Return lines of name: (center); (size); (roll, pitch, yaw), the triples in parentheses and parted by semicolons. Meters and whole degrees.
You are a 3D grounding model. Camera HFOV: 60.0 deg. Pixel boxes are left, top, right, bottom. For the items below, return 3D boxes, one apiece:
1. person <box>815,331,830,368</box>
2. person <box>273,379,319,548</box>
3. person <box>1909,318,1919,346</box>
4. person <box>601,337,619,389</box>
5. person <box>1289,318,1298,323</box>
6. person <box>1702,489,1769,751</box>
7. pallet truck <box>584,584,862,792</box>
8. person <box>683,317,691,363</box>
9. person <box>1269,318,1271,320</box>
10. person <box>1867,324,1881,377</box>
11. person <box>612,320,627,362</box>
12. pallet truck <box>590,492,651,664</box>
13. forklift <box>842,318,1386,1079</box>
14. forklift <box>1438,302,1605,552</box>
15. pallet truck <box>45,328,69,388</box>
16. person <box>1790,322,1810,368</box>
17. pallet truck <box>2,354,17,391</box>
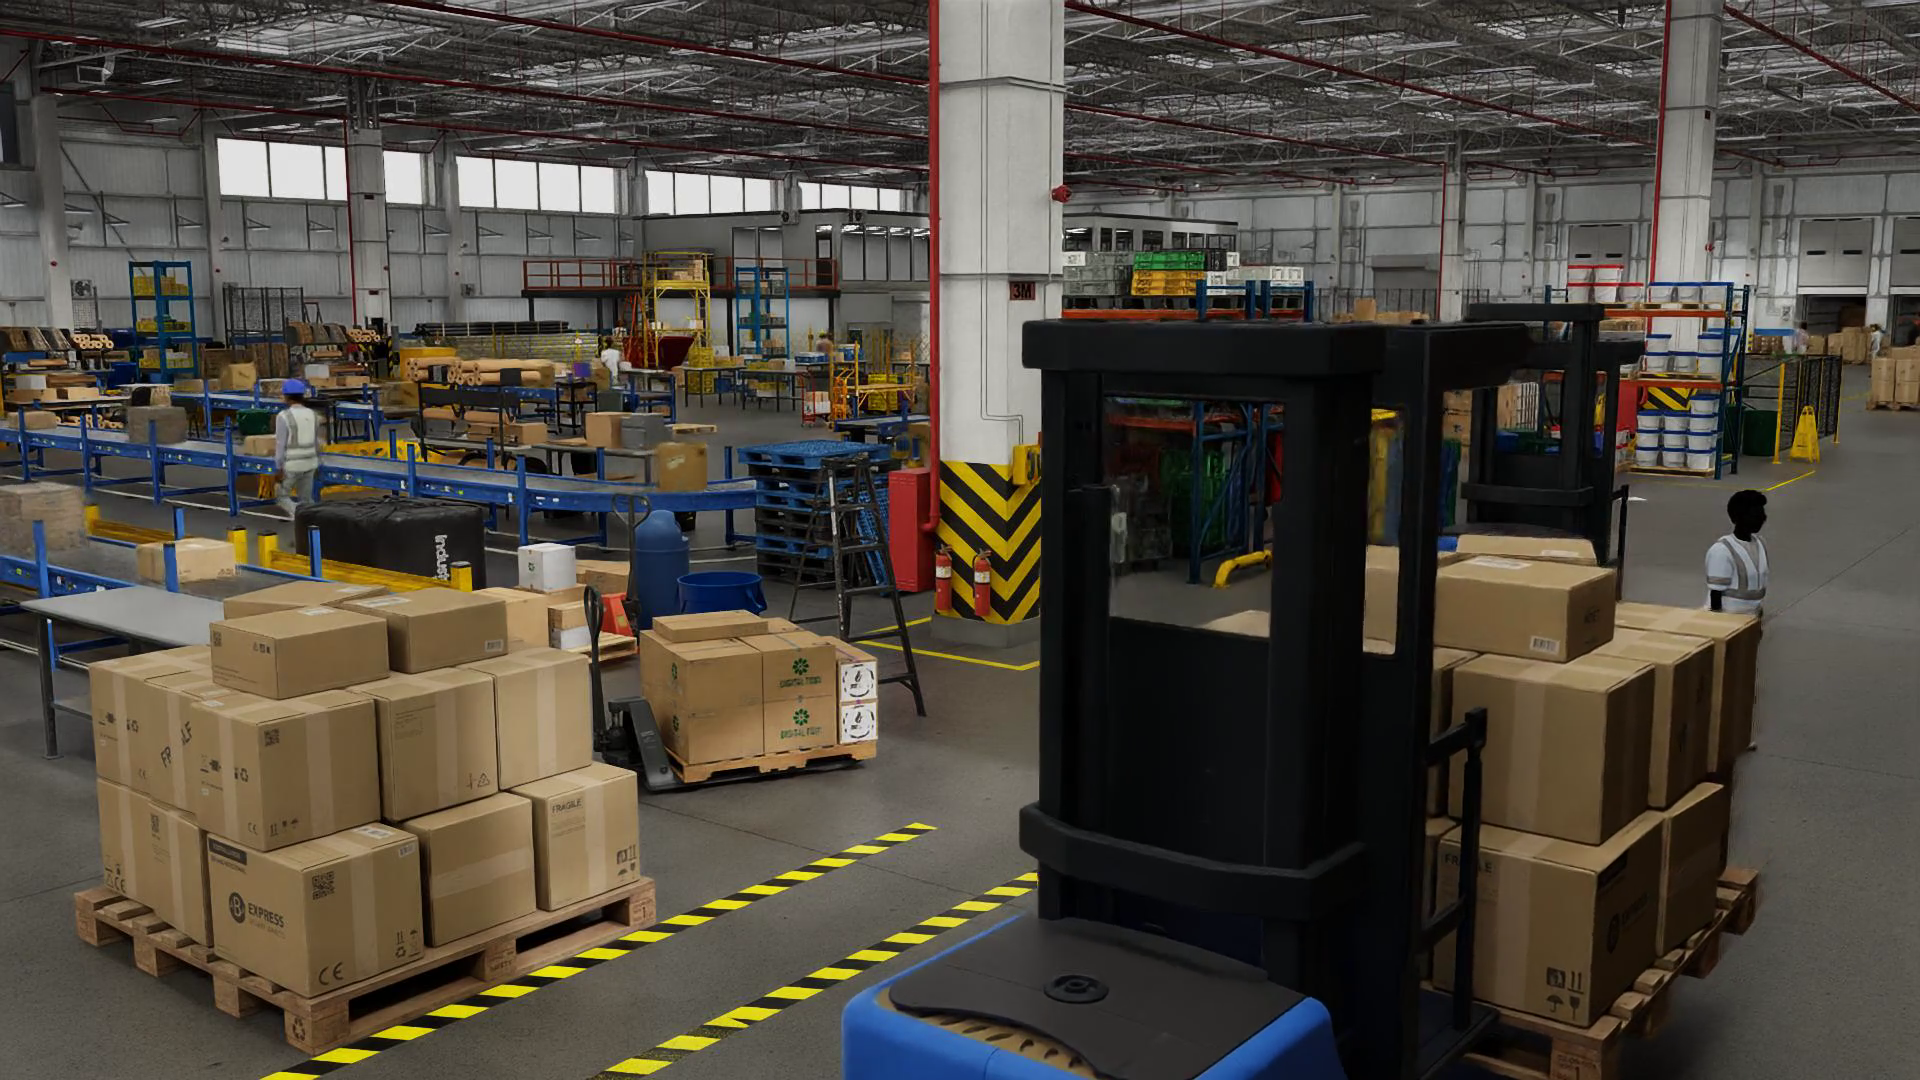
person: (-4.335, -5.677, 52.020); (0.550, 1.718, 0.882); (-7, 11, -39)
person: (-7.488, -0.852, 18.801); (0.420, 1.934, 0.651); (4, 9, 23)
person: (35.539, -7.262, 61.872); (0.636, 1.977, 0.456); (-4, 9, -27)
person: (-8.365, -3.927, 39.848); (0.524, 1.850, 0.454); (-7, 11, -38)
person: (12.047, -7.040, 60.222); (0.427, 2.026, 0.643); (2, 9, 13)
person: (4.846, 0.518, 10.416); (0.533, 1.690, 0.322); (-6, 10, -34)
pallet truck: (-1.426, 0.805, 10.019); (1.601, 1.201, 0.680); (-4, 9, -26)
person: (-11.263, -8.256, 68.743); (0.355, 1.930, 0.587); (-1, 8, -4)
person: (14.691, -9.840, 79.789); (0.545, 1.821, 0.623); (0, 8, 0)
person: (31.636, -6.530, 57.423); (0.625, 1.846, 0.467); (-5, 10, -32)
person: (-12.983, -7.464, 63.559); (0.583, 1.882, 0.350); (0, 8, 2)
pallet truck: (-3.115, 0.344, 12.883); (0.653, 1.274, 1.630); (7, 11, 37)
forklift: (0.626, 0.783, 4.618); (1.129, 2.768, 1.873); (7, 11, 37)
forklift: (4.379, -0.438, 12.852); (1.129, 2.768, 1.873); (7, 11, 37)
pallet truck: (-23.775, -4.544, 43.495); (1.885, 1.965, 0.823); (6, 10, 35)
person: (32.626, -7.555, 64.446); (0.631, 1.806, 0.917); (-5, 10, -30)
pallet truck: (-24.881, -4.417, 42.634); (1.885, 1.965, 0.823); (8, 11, 41)
